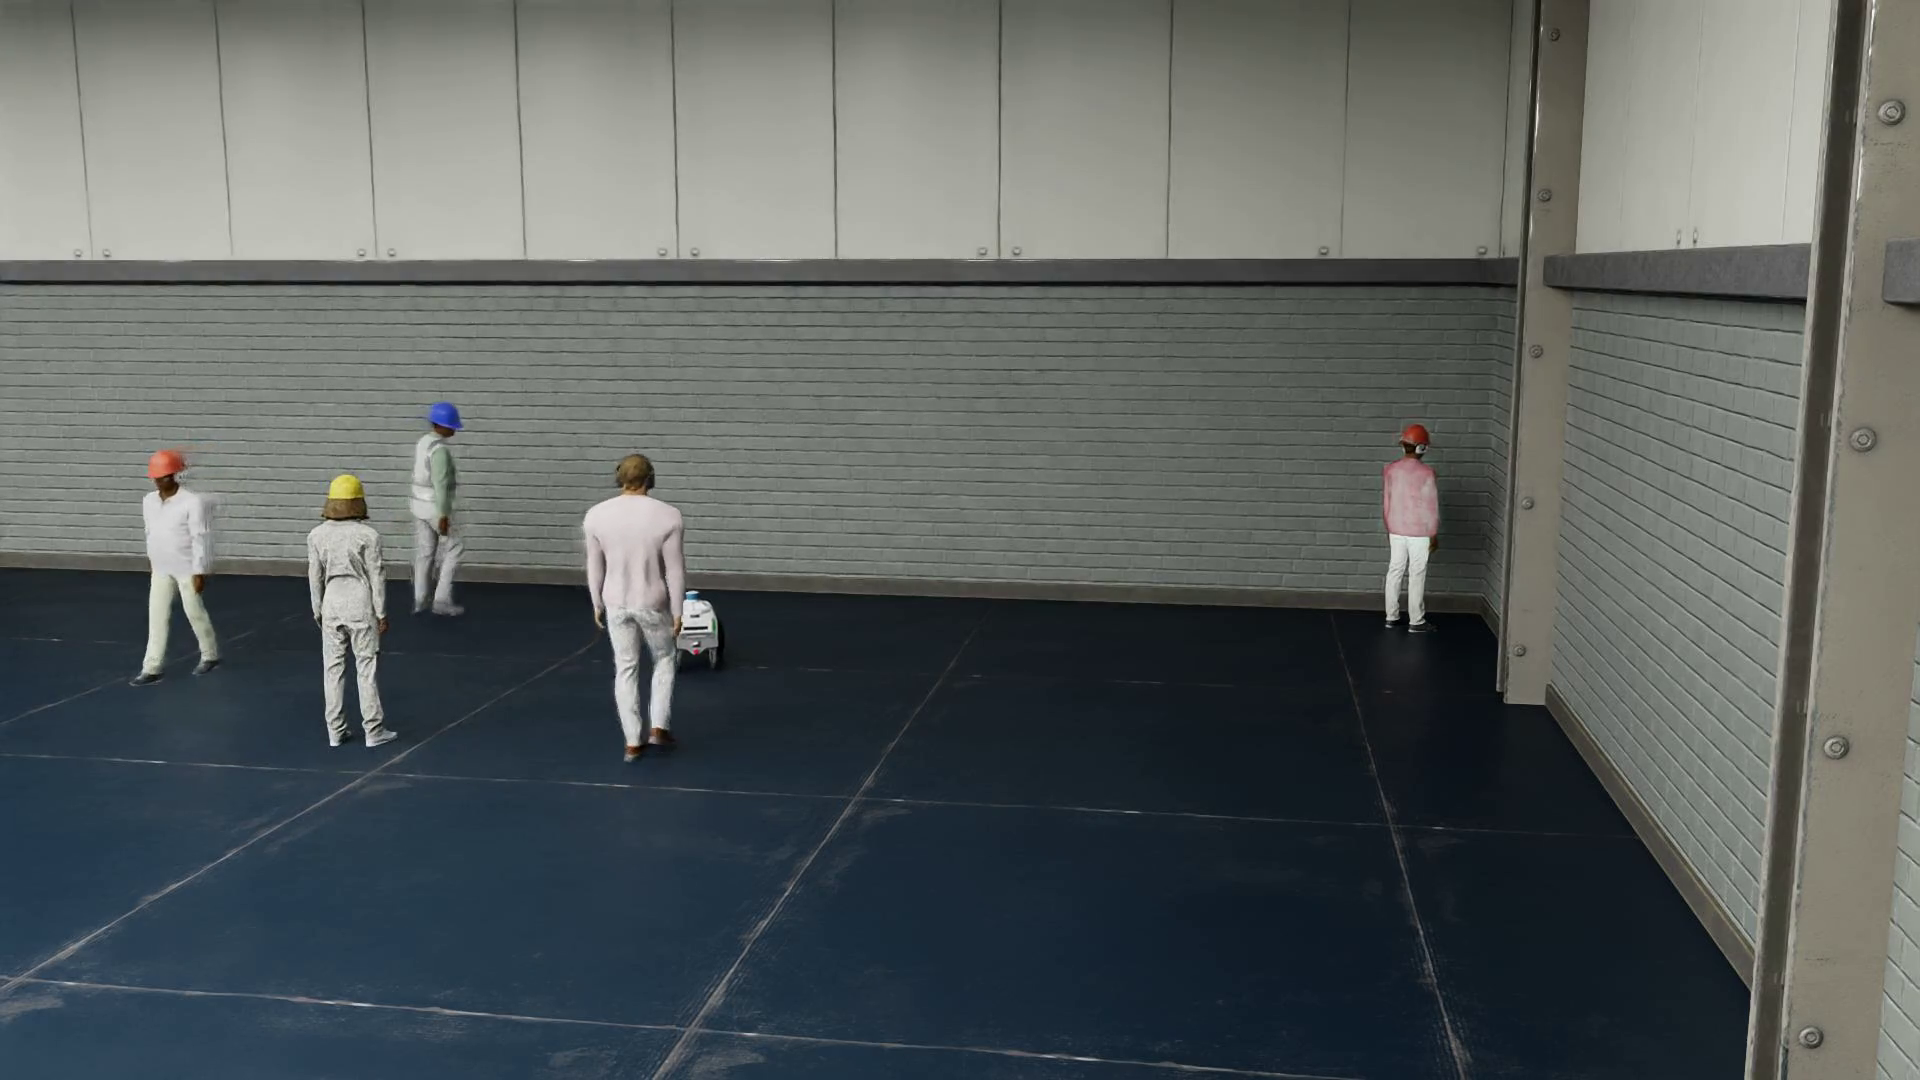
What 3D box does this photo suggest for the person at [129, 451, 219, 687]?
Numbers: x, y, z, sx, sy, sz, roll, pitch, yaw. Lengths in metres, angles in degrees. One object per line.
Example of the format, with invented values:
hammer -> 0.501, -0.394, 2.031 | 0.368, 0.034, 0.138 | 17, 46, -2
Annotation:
person -> -5.809, 0.198, 12.282 | 0.585, 1.719, 0.747 | 3, 10, 16

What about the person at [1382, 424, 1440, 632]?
person -> 3.807, -0.103, 14.007 | 0.321, 1.754, 0.563 | -6, 11, -35

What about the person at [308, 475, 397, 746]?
person -> -3.888, 0.452, 10.632 | 0.493, 1.740, 0.325 | 1, 9, 6

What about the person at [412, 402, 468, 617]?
person -> -4.567, -0.261, 14.555 | 0.436, 1.904, 0.630 | -7, 11, -35

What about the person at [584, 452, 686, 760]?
person -> -2.001, 0.411, 10.349 | 0.629, 1.925, 0.449 | 0, 9, 0

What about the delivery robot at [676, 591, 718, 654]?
delivery robot -> -2.063, 0.638, 12.843 | 0.477, 0.478, 0.707 | -2, 10, -12
